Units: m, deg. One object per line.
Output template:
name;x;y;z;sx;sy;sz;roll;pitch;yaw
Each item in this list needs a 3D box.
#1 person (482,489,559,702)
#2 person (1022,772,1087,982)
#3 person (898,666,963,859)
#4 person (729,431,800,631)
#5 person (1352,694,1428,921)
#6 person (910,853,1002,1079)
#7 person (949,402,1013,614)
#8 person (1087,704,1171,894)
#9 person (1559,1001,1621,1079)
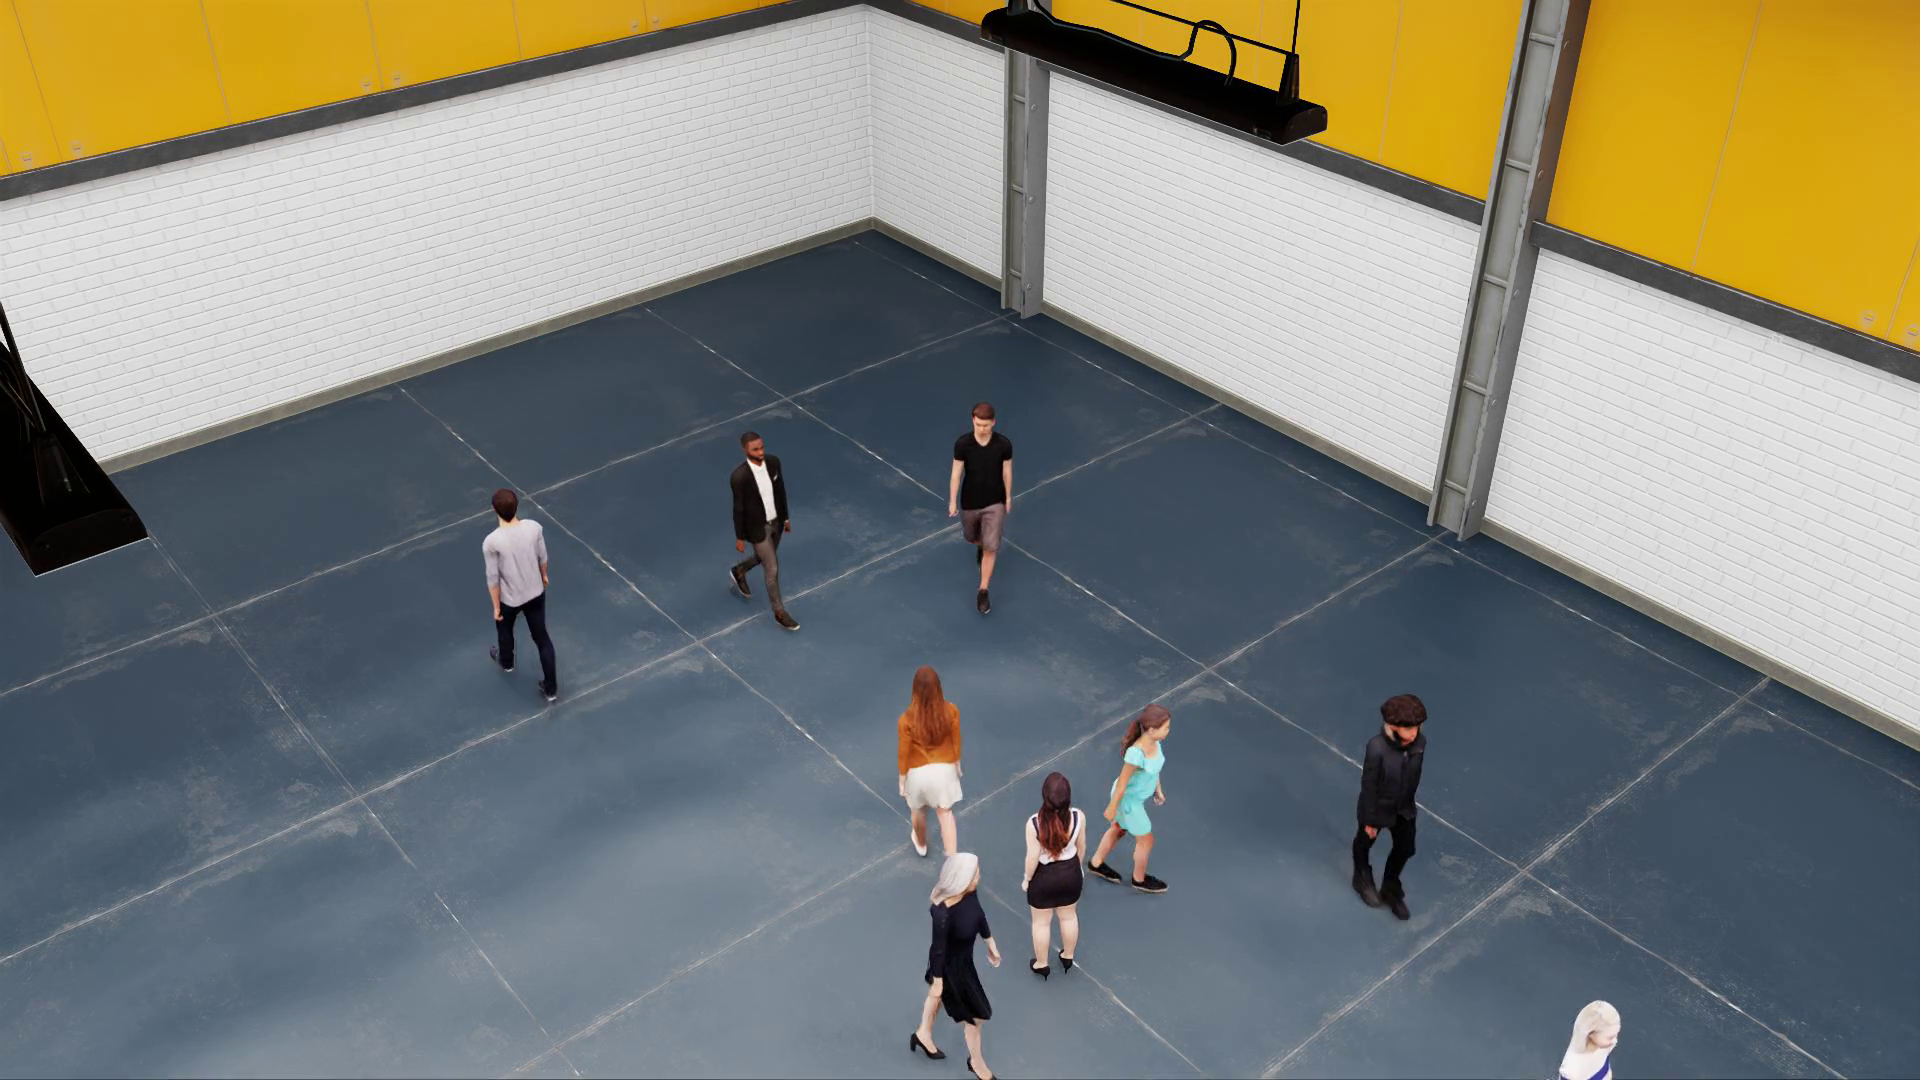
person;-3.357;0.468;12.859;0.727;1.813;1.037;-23;40;-30
person;0.590;2.128;10.511;0.631;1.648;0.624;-10;35;-15
person;-0.169;1.621;11.225;0.896;1.702;1.096;-8;34;-12
person;-1.692;-0.129;13.798;1.171;1.767;0.778;26;41;33
person;2.798;1.693;11.064;0.763;1.760;0.824;-10;35;-15
person;-0.119;2.505;9.879;0.957;1.720;0.835;11;35;16
person;0.207;-0.375;14.107;1.182;1.835;1.225;4;34;6
person;1.092;1.740;11.215;0.910;1.515;0.761;19;38;27
person;3.181;3.082;8.943;0.968;1.794;0.748;27;42;34
